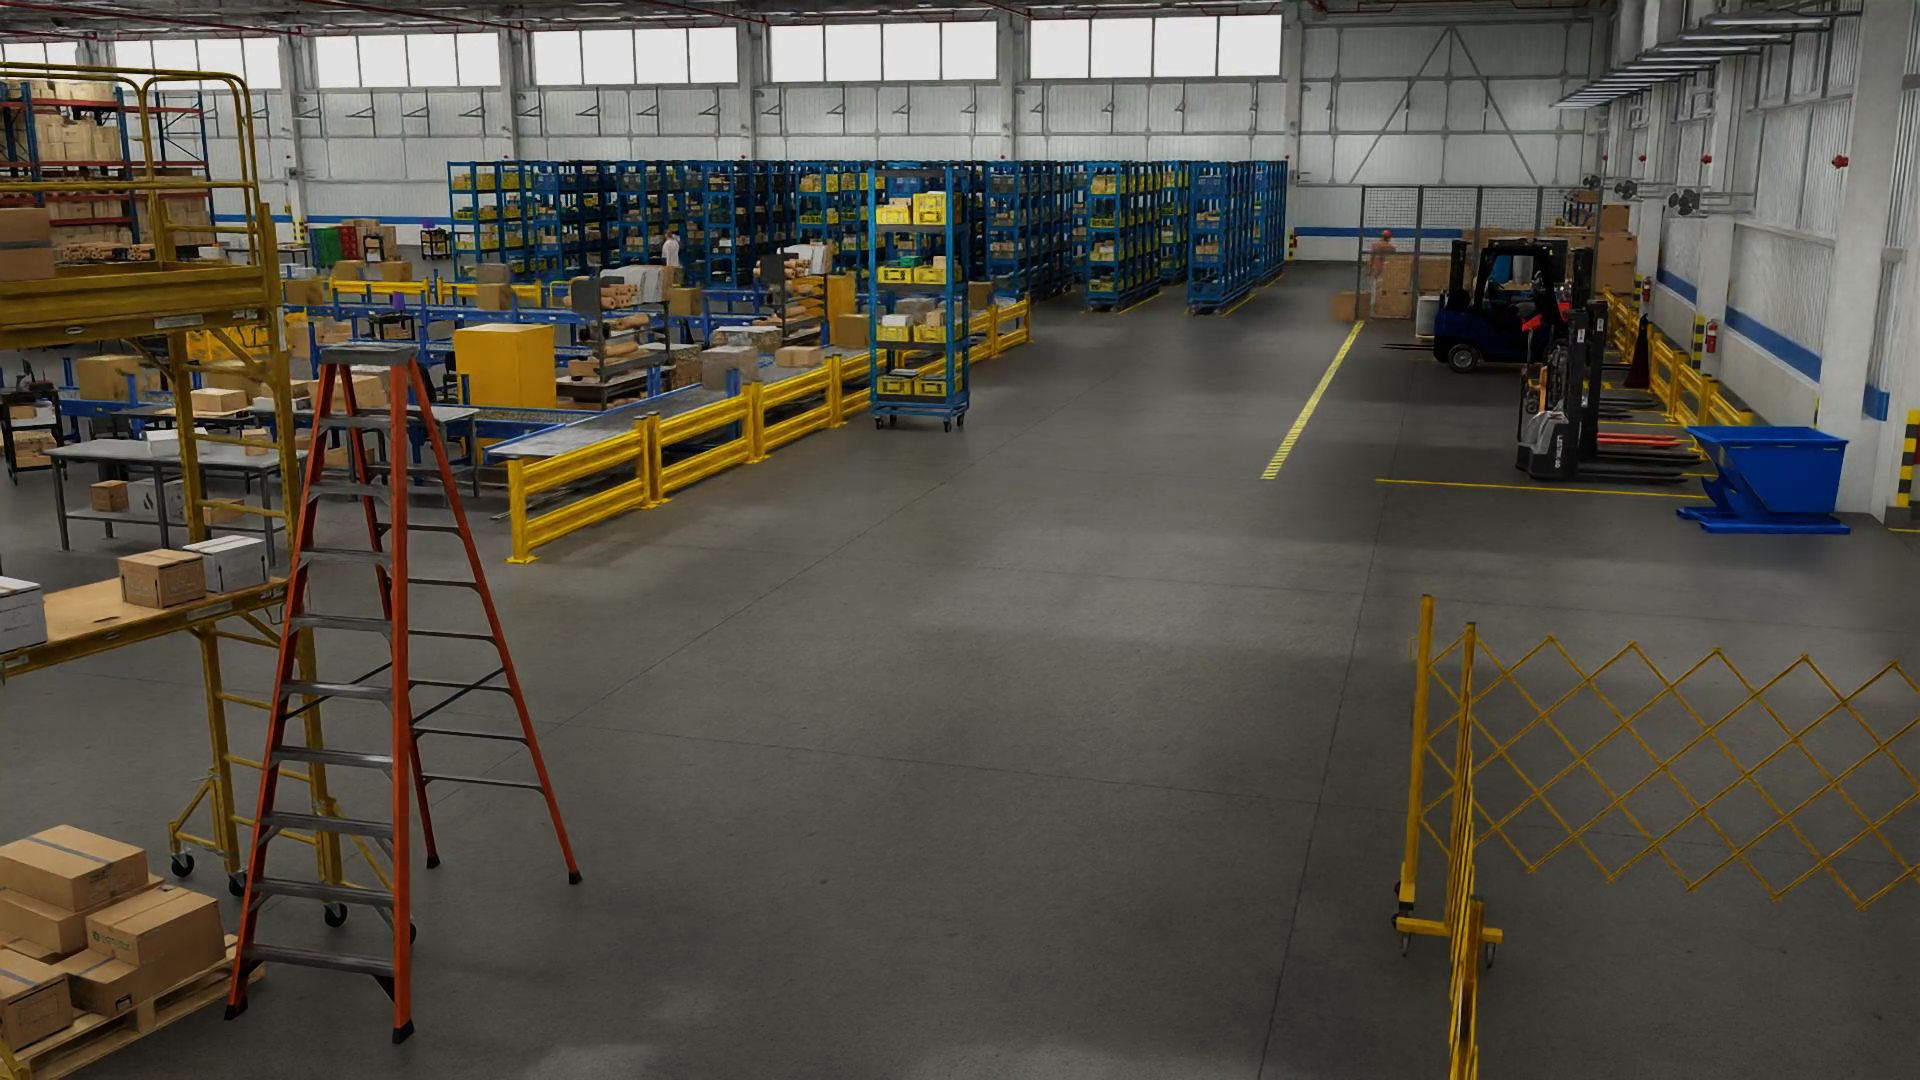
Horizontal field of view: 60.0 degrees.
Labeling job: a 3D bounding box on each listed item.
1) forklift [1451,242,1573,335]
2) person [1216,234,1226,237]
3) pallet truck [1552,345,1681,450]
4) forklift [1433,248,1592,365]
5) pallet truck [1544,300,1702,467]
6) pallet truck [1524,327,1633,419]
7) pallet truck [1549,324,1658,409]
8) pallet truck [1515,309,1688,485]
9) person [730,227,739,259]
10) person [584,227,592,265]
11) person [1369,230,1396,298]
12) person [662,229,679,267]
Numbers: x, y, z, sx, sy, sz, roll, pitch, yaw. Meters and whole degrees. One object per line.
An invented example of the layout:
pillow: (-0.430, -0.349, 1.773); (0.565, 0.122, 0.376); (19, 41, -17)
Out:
forklift: (10.464, -4.597, 31.405); (2.680, 1.987, 1.157); (4, 14, 16)
person: (9.151, -10.355, 57.356); (0.696, 1.812, 0.601); (2, 13, 10)
pallet truck: (8.641, -1.896, 21.908); (1.630, 1.274, 0.653); (4, 14, 16)
forklift: (9.780, -4.111, 29.280); (2.680, 1.987, 1.157); (3, 13, 14)
pallet truck: (8.263, -1.952, 20.631); (1.885, 1.965, 0.823); (5, 14, 20)
pallet truck: (9.065, -2.460, 24.370); (1.522, 1.261, 0.704); (3, 13, 14)
pallet truck: (9.824, -2.669, 25.407); (1.601, 1.201, 0.680); (4, 14, 16)
pallet truck: (7.554, -1.677, 19.446); (1.885, 1.965, 0.823); (3, 13, 14)
person: (-6.901, -8.880, 50.898); (0.389, 1.841, 0.564); (4, 14, 18)
person: (-12.561, -9.914, 55.614); (0.491, 1.721, 0.579); (-4, 14, -18)
person: (10.519, -6.712, 41.336); (0.619, 1.929, 0.952); (7, 15, 28)
person: (-7.466, -7.036, 42.798); (0.399, 1.905, 0.643); (4, 14, 18)
